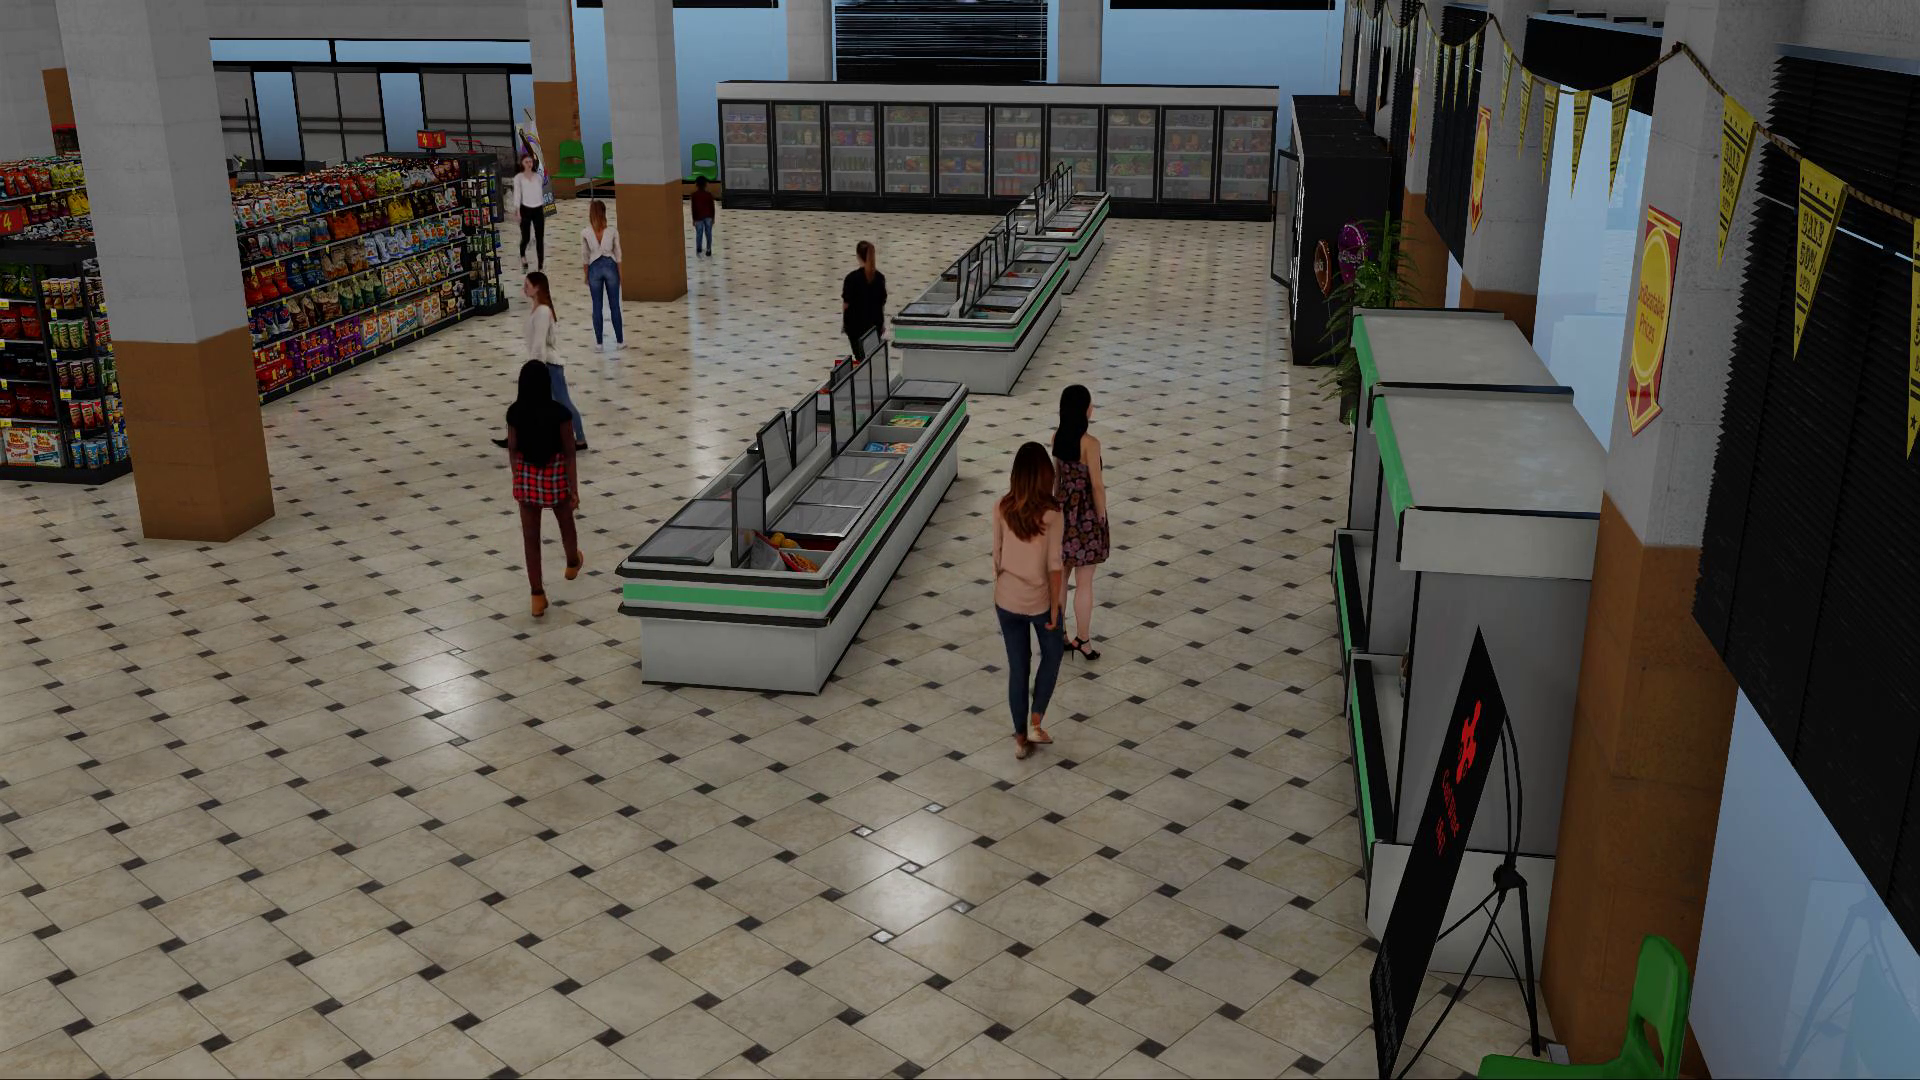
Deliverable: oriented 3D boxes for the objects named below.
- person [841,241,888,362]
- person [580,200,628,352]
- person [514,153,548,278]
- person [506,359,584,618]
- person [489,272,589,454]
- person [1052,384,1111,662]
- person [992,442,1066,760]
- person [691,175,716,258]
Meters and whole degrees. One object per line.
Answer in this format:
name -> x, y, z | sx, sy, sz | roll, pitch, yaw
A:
person -> -0.903, -2.084, 16.468 | 1.072, 1.633, 1.162 | -11, 22, -30
person -> -4.123, -3.057, 19.219 | 0.666, 1.719, 0.627 | -3, 19, -8
person -> -6.213, -4.667, 23.979 | 1.090, 1.729, 1.168 | -12, 22, -31
person -> -2.807, -0.313, 11.150 | 0.843, 1.675, 1.242 | -2, 19, -5
person -> -3.589, -1.524, 14.786 | 1.060, 1.646, 1.119 | -7, 20, -20
person -> 0.731, -0.107, 10.382 | 0.853, 1.774, 0.804 | -16, 24, -39
person -> 0.332, 0.368, 8.970 | 0.640, 1.777, 0.643 | 7, 20, 20
person -> -3.945, -4.961, 25.632 | 0.672, 1.229, 0.893 | -3, 19, -10
